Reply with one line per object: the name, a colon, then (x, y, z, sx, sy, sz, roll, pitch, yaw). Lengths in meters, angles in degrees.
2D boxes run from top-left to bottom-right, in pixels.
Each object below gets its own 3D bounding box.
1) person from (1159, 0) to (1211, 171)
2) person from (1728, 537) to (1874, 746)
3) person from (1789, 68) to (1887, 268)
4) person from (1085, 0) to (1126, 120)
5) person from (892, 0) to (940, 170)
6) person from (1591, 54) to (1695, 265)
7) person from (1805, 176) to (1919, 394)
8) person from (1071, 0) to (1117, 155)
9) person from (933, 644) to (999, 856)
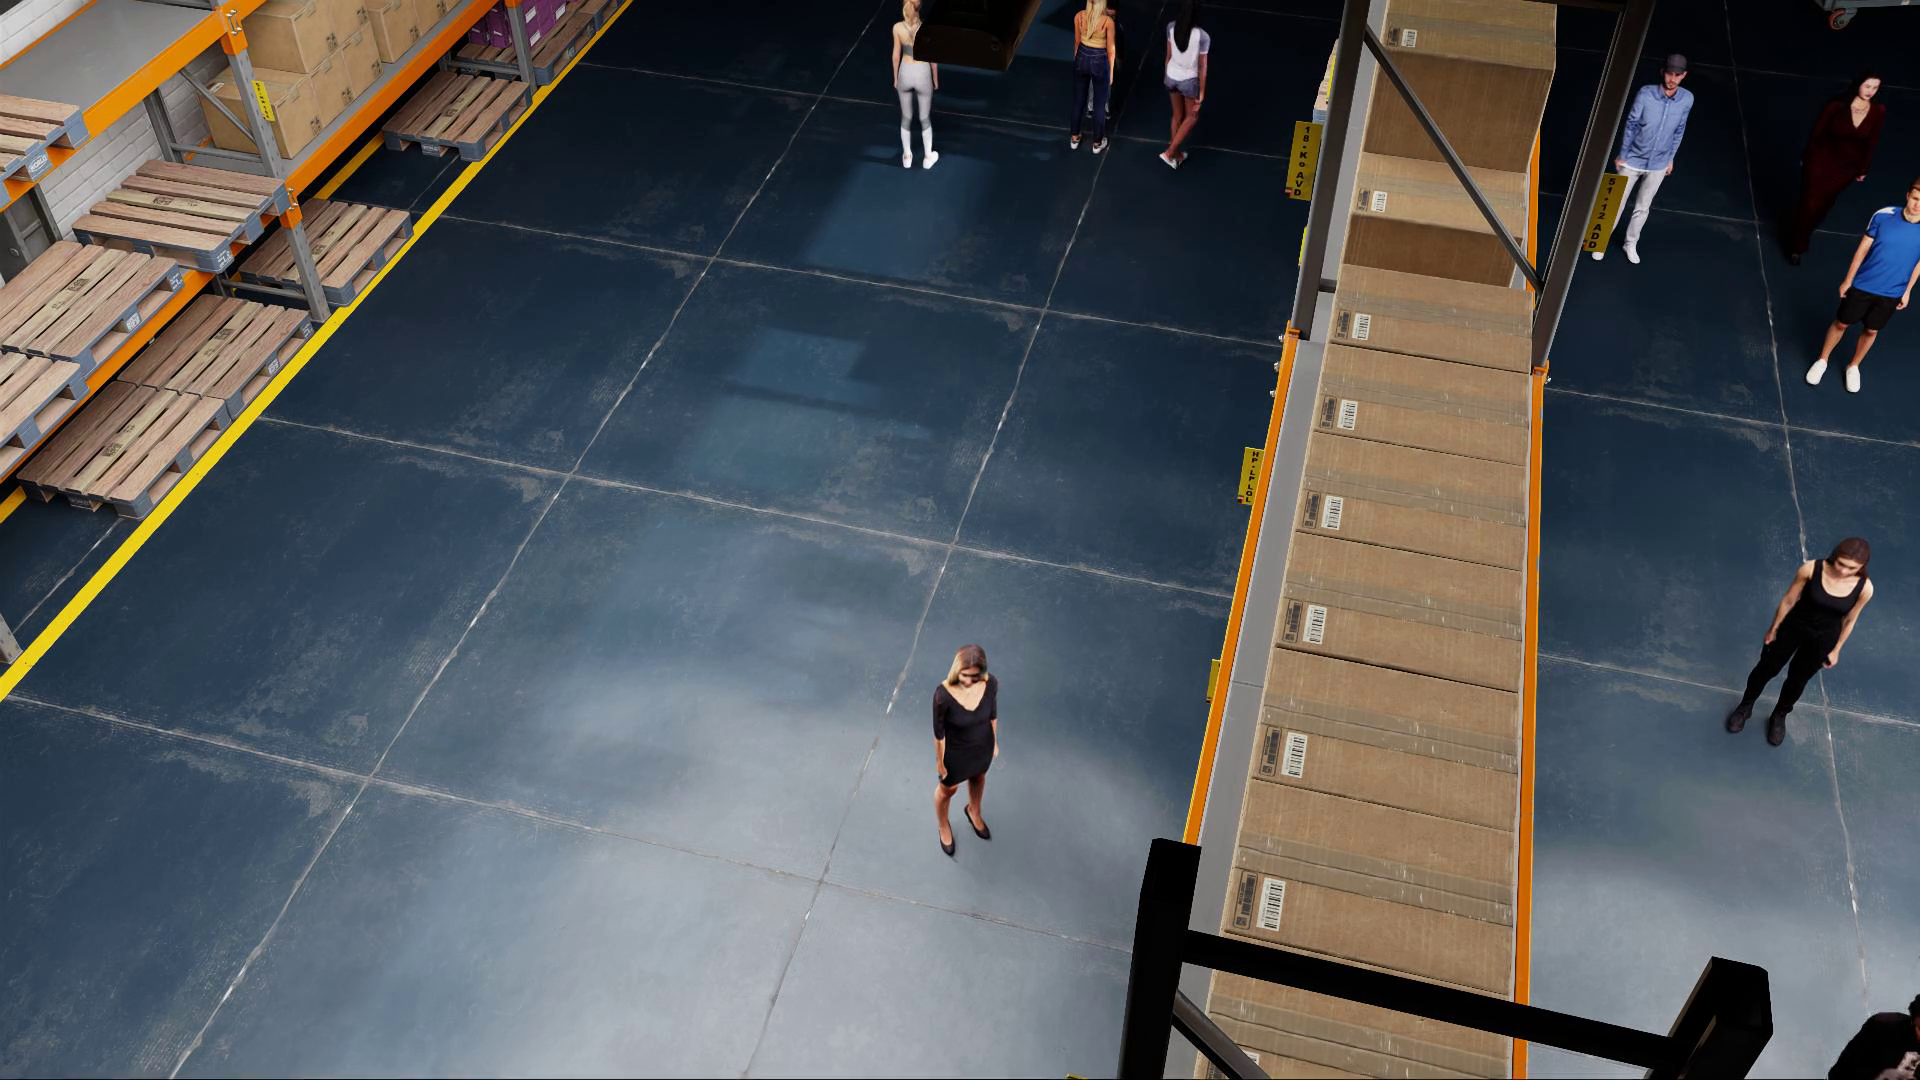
person: (1.991, -4.126, 15.176, 0.780, 1.708, 0.905, 27, 50, 26)
person: (5.209, 0.589, 10.243, 0.635, 1.687, 0.619, 20, 47, 20)
person: (7.469, -3.269, 14.258, 0.736, 1.733, 0.914, 5, 44, 6)
person: (1.400, -4.713, 16.145, 0.588, 1.222, 0.586, 2, 44, 3)
person: (-0.416, -4.221, 15.278, 0.589, 1.704, 0.537, 6, 44, 6)
person: (5.821, -3.240, 14.116, 0.673, 1.888, 0.587, 7, 44, 7)
person: (7.084, -1.988, 12.817, 0.676, 1.865, 0.612, 16, 46, 16)
person: (1.232, -4.408, 15.532, 0.590, 1.625, 0.558, 18, 46, 18)
person: (0.031, 1.193, 9.616, 0.609, 1.676, 0.652, -19, 47, -18)
